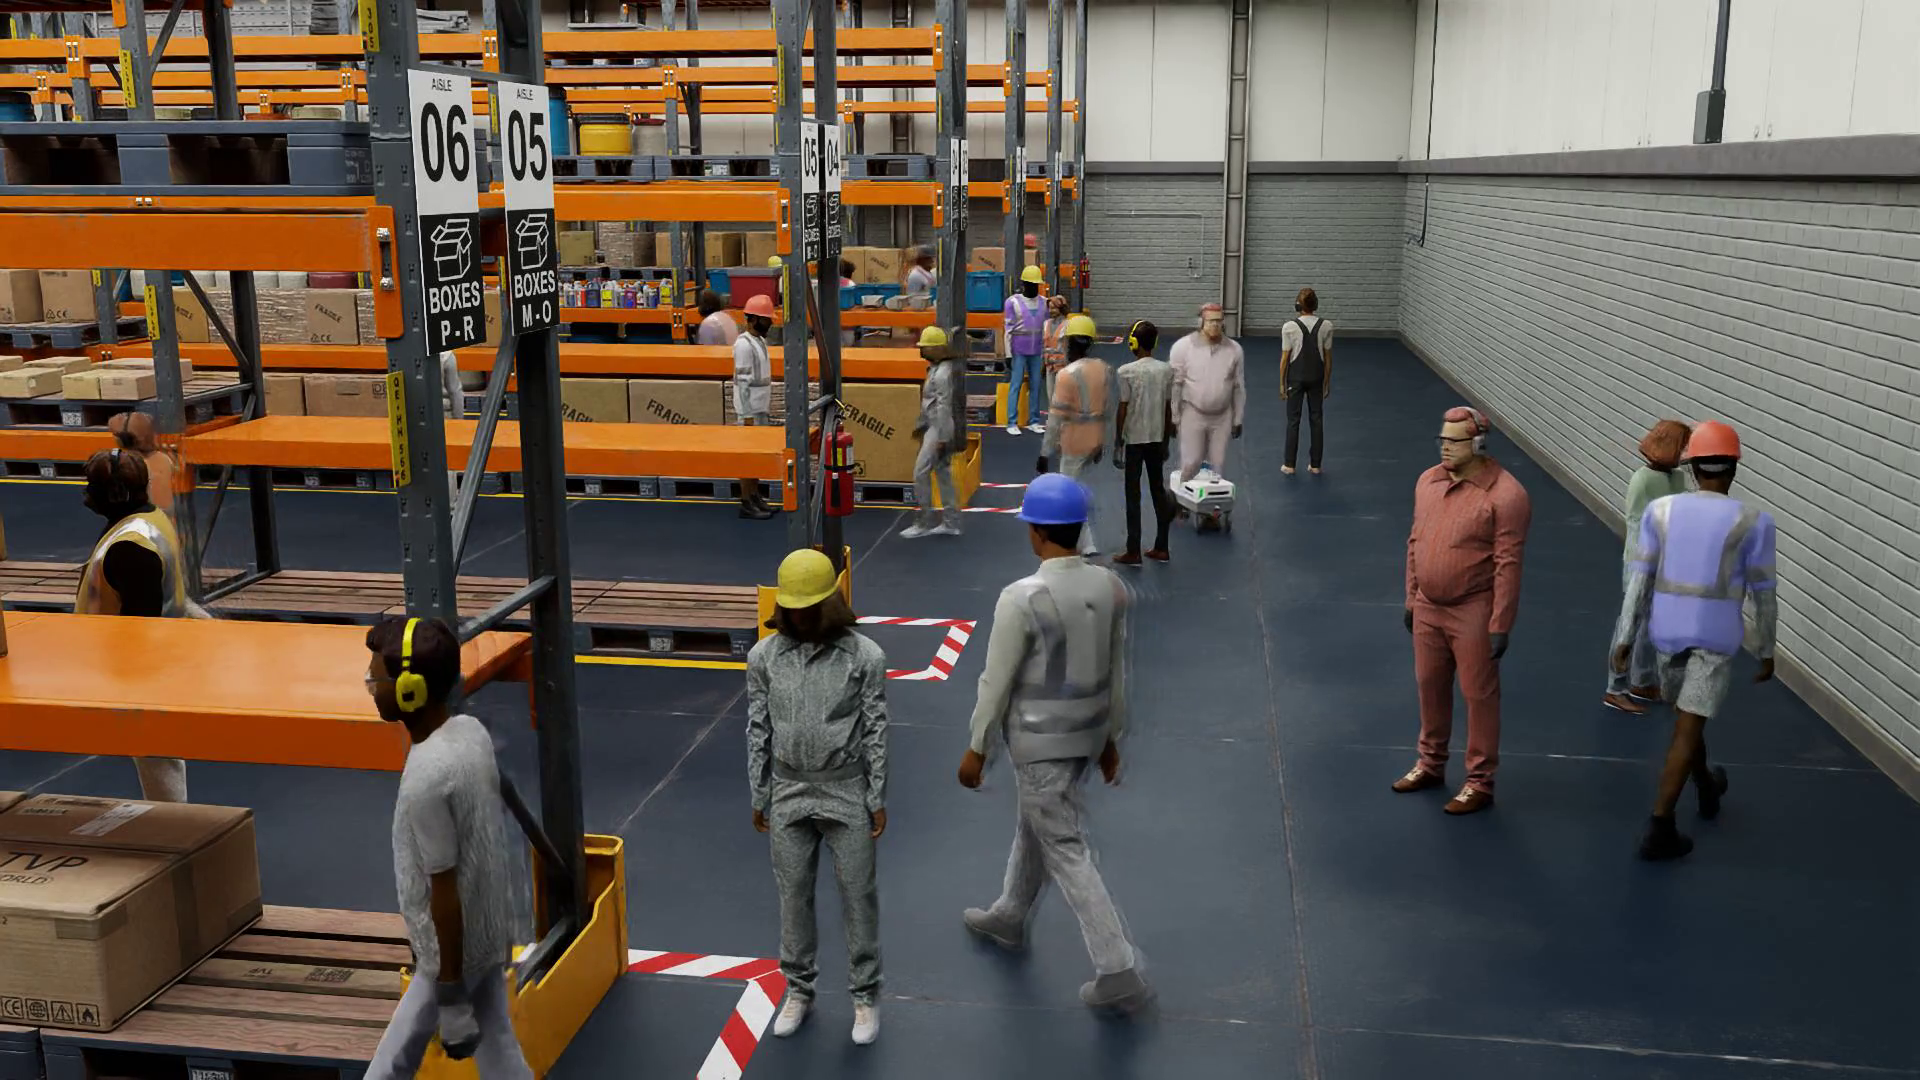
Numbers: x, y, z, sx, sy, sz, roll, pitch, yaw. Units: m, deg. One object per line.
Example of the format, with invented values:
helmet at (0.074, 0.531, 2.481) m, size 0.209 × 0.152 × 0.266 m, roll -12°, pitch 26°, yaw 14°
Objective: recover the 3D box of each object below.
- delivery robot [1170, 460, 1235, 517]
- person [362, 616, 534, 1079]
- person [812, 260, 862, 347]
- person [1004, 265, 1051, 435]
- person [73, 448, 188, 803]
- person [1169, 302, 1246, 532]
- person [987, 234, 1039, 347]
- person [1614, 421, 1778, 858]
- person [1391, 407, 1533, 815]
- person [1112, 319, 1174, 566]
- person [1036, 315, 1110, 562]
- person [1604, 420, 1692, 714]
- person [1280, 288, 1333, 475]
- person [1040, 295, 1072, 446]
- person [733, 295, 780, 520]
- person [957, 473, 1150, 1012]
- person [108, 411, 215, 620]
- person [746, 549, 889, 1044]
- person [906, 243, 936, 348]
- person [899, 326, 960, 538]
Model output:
delivery robot at (2.034, -0.428, 13.971) m, size 0.477 × 0.478 × 0.707 m, roll -3°, pitch 13°, yaw -14°
person at (-1.457, 1.096, 4.395) m, size 0.872 × 1.837 × 0.527 m, roll 0°, pitch 12°, yaw 1°
person at (-1.646, -2.807, 22.097) m, size 0.744 × 1.805 × 0.465 m, roll 4°, pitch 13°, yaw 17°
person at (0.782, -2.143, 18.835) m, size 0.592 × 1.918 × 0.396 m, roll -6°, pitch 14°, yaw -24°
person at (-3.443, 0.527, 6.950) m, size 0.429 × 1.844 × 0.627 m, roll -5°, pitch 14°, yaw -23°
person at (2.055, -1.020, 13.795) m, size 0.666 × 1.895 × 0.426 m, roll -2°, pitch 13°, yaw -9°
person at (0.960, -4.157, 27.893) m, size 1.003 × 1.943 × 0.669 m, roll 3°, pitch 13°, yaw 14°
person at (3.279, 0.419, 7.358) m, size 0.990 × 1.868 × 0.571 m, roll -12°, pitch 17°, yaw -44°
person at (2.312, 0.322, 7.750) m, size 0.400 × 1.901 × 0.649 m, roll -8°, pitch 15°, yaw -32°
person at (1.394, -0.733, 12.613) m, size 0.498 × 1.860 × 0.336 m, roll -6°, pitch 14°, yaw -27°
person at (0.829, -0.716, 12.426) m, size 0.476 × 1.903 × 0.637 m, roll 7°, pitch 14°, yaw 28°
person at (3.825, 0.142, 9.188) m, size 0.503 × 1.628 × 0.279 m, roll -10°, pitch 16°, yaw -37°
person at (3.383, -1.544, 16.320) m, size 0.505 × 1.840 × 0.343 m, roll 0°, pitch 12°, yaw -1°
person at (1.082, -1.856, 18.187) m, size 0.320 × 1.631 × 0.524 m, roll -11°, pitch 16°, yaw -40°
person at (-1.737, -1.139, 14.297) m, size 0.390 × 1.923 × 0.552 m, roll 3°, pitch 13°, yaw 12°
person at (0.357, 0.709, 5.997) m, size 0.984 × 1.908 × 0.615 m, roll 11°, pitch 17°, yaw 41°
person at (-4.610, 0.053, 9.594) m, size 0.672 × 1.613 × 0.516 m, roll 2°, pitch 13°, yaw 9°
person at (-0.485, 0.870, 5.652) m, size 0.492 × 1.733 × 0.324 m, roll 2°, pitch 13°, yaw 7°
person at (-0.416, -2.997, 22.402) m, size 0.670 × 2.000 × 0.692 m, roll 2°, pitch 13°, yaw 9°
person at (-0.247, -0.870, 13.524) m, size 0.544 × 1.727 × 0.510 m, roll 0°, pitch 12°, yaw -1°
